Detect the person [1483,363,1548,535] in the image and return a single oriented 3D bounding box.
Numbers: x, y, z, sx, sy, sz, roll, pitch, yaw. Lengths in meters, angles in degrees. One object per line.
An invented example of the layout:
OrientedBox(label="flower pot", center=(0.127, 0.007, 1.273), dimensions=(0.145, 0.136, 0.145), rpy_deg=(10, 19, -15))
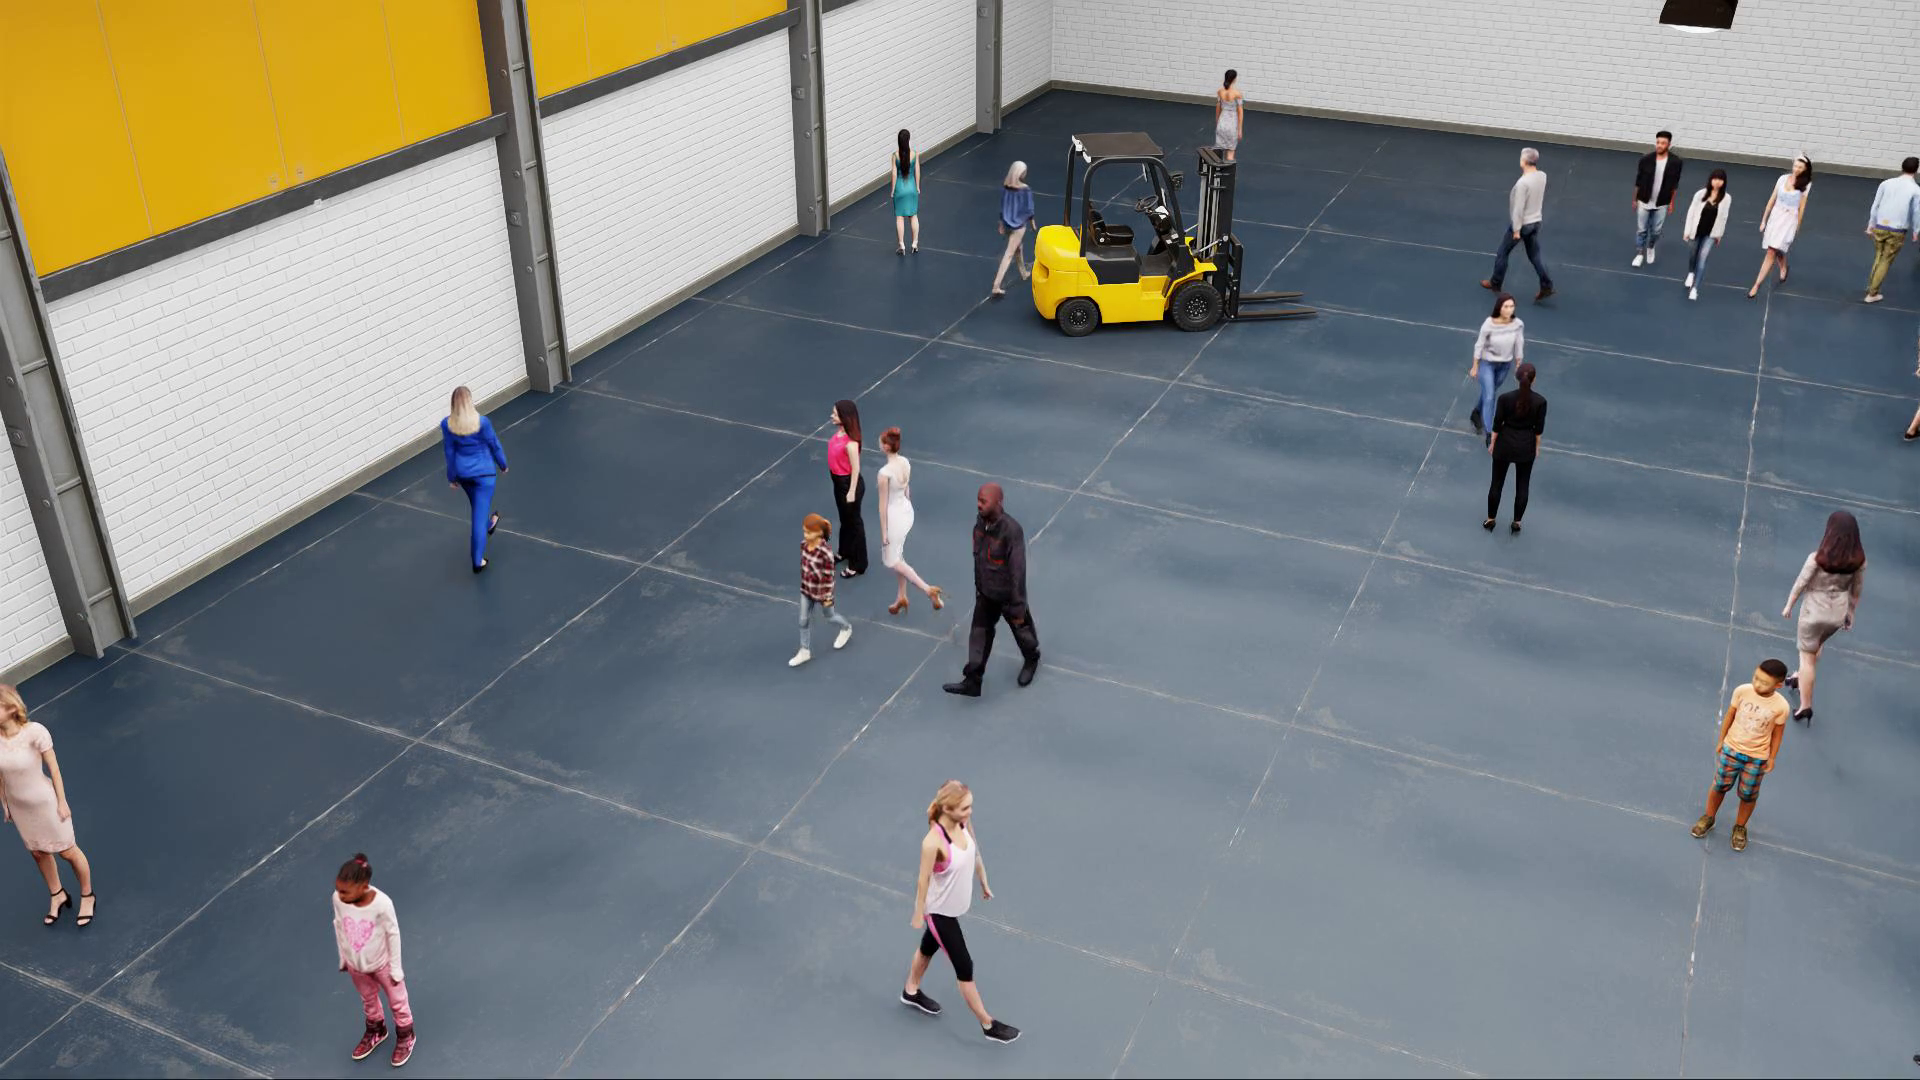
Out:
OrientedBox(label="person", center=(5.070, -0.826, 15.207), dimensions=(0.632, 1.662, 0.599), rpy_deg=(8, 30, 14))

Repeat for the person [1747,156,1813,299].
OrientedBox(label="person", center=(10.291, -3.917, 20.770), dimensions=(1.272, 1.761, 0.945), rpy_deg=(-23, 36, -36))

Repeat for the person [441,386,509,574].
OrientedBox(label="person", center=(-4.282, -0.497, 14.611), dimensions=(0.867, 1.655, 1.214), rpy_deg=(3, 29, 6))

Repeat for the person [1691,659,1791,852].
OrientedBox(label="person", center=(5.349, 1.419, 11.301), dimensions=(0.571, 1.461, 0.548), rpy_deg=(21, 35, 33))

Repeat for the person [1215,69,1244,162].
OrientedBox(label="person", center=(3.948, -6.051, 24.618), dimensions=(0.649, 1.822, 0.596), rpy_deg=(20, 35, 32))

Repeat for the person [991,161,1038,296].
OrientedBox(label="person", center=(0.638, -3.844, 20.759), dimensions=(0.842, 1.644, 1.277), rpy_deg=(21, 35, 33))

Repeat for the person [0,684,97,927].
OrientedBox(label="person", center=(-5.797, 1.664, 10.468), dimensions=(0.643, 1.829, 0.625), rpy_deg=(2, 29, 3))

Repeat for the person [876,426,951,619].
OrientedBox(label="person", center=(-0.451, -0.084, 13.732), dimensions=(0.685, 1.772, 0.818), rpy_deg=(19, 34, 31))

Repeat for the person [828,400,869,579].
OrientedBox(label="person", center=(-0.985, -0.465, 14.549), dimensions=(0.726, 1.659, 0.657), rpy_deg=(-9, 30, -16))

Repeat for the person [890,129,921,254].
OrientedBox(label="person", center=(-0.734, -4.653, 22.198), dimensions=(0.616, 1.686, 0.661), rpy_deg=(-8, 30, -14))

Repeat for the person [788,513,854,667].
OrientedBox(label="person", center=(-1.095, 0.366, 13.410), dimensions=(0.681, 1.291, 0.941), rpy_deg=(21, 35, 34))

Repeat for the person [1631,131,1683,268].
OrientedBox(label="person", center=(9.100, -4.480, 21.770), dimensions=(0.712, 1.792, 0.674), rpy_deg=(15, 32, 25))

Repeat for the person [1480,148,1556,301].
OrientedBox(label="person", center=(7.063, -3.865, 20.559), dimensions=(1.296, 1.872, 1.191), rpy_deg=(-18, 34, -30))

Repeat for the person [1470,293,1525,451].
OrientedBox(label="person", center=(5.439, -1.773, 17.027), dimensions=(0.985, 1.583, 1.161), rpy_deg=(-4, 29, -7))

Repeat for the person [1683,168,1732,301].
OrientedBox(label="person", center=(9.312, -3.865, 20.845), dimensions=(0.626, 1.598, 1.086), rpy_deg=(13, 31, 22))

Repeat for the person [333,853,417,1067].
OrientedBox(label="person", center=(-3.382, 2.374, 9.559), dimensions=(0.584, 1.453, 0.550), rpy_deg=(7, 29, 12))

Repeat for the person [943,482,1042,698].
OrientedBox(label="person", center=(0.394, 0.350, 12.927), dimensions=(1.112, 1.780, 1.321), rpy_deg=(25, 37, 38))

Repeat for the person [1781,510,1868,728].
OrientedBox(label="person", center=(6.488, 0.634, 12.474), dimensions=(0.805, 1.716, 0.976), rpy_deg=(1, 29, 1))

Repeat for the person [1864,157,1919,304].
OrientedBox(label="person", center=(11.443, -3.811, 20.540), dimensions=(0.880, 1.796, 0.848), rpy_deg=(-14, 32, -24))

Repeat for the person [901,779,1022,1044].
OrientedBox(label="person", center=(-0.177, 2.113, 9.727), dimensions=(0.722, 1.750, 1.011), rpy_deg=(15, 32, 26))
